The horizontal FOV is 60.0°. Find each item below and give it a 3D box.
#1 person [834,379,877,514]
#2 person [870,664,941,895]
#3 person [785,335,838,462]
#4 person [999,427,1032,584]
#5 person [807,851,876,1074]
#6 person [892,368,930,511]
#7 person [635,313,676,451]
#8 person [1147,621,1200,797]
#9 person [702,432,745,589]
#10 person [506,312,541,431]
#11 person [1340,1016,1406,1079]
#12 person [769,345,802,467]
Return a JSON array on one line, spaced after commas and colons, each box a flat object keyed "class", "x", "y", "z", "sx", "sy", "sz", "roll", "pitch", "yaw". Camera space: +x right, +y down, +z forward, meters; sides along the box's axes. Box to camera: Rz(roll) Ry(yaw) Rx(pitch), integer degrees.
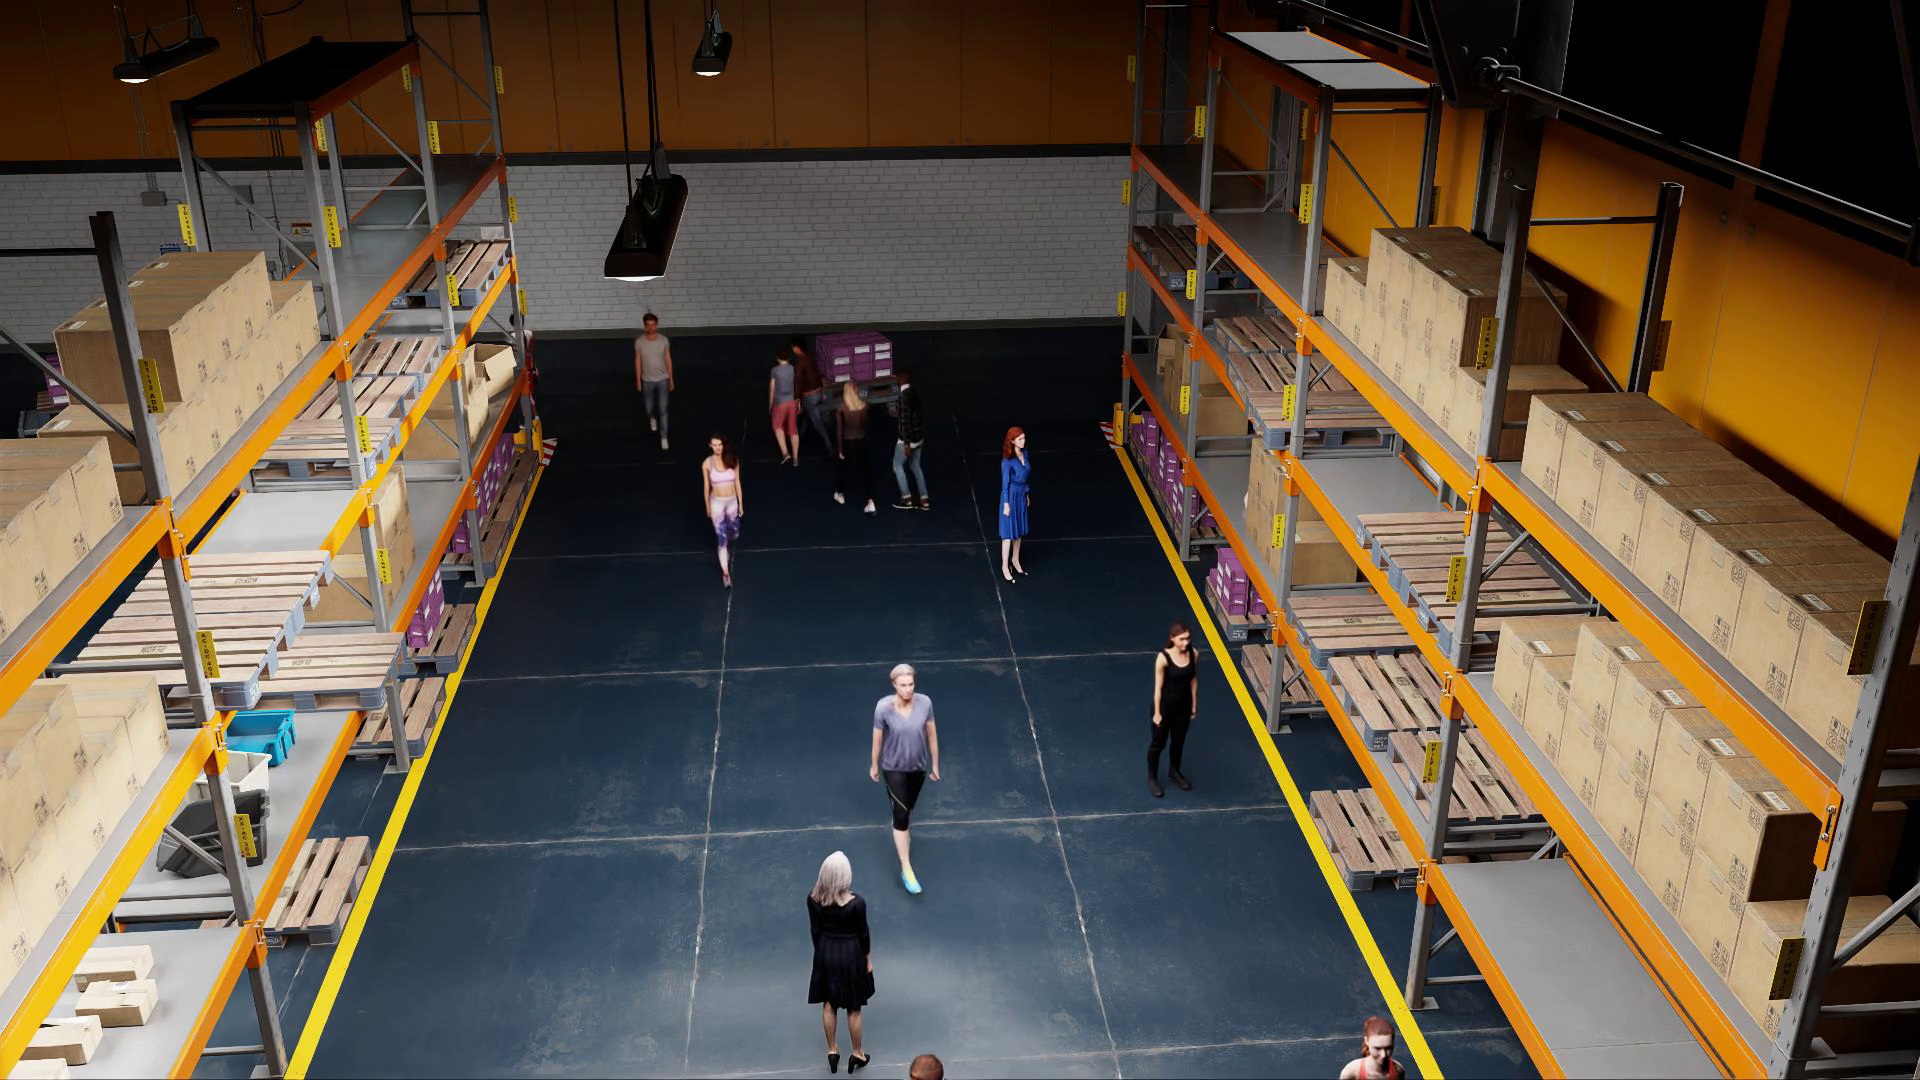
[{"class": "person", "x": -1.258, "y": -1.110, "z": 20.479, "sx": 0.852, "sy": 1.659, "sz": 1.167, "roll": -11, "pitch": 26, "yaw": -24}, {"class": "person", "x": -0.473, "y": 1.825, "z": 13.535, "sx": 0.914, "sy": 1.843, "sz": 1.313, "roll": -8, "pitch": 25, "yaw": -18}, {"class": "person", "x": -1.892, "y": -1.838, "z": 22.077, "sx": 1.075, "sy": 1.713, "sz": 1.177, "roll": 10, "pitch": 26, "yaw": 22}, {"class": "person", "x": 0.617, "y": -0.410, "z": 18.666, "sx": 0.772, "sy": 1.828, "sz": 0.704, "roll": 17, "pitch": 29, "yaw": 34}, {"class": "person", "x": -0.806, "y": 2.861, "z": 11.285, "sx": 0.664, "sy": 1.747, "sz": 0.661, "roll": 5, "pitch": 24, "yaw": 12}, {"class": "person", "x": -0.552, "y": -1.206, "z": 20.556, "sx": 0.935, "sy": 1.772, "sz": 0.861, "roll": 7, "pitch": 24, "yaw": 15}, {"class": "person", "x": -4.159, "y": -2.207, "z": 22.713, "sx": 0.710, "sy": 1.879, "sz": 1.038, "roll": -4, "pitch": 24, "yaw": -9}, {"class": "person", "x": 1.859, "y": 1.456, "z": 14.577, "sx": 0.659, "sy": 1.684, "sz": 0.656, "roll": -11, "pitch": 26, "yaw": -23}, {"class": "person", "x": -2.663, "y": -0.389, "z": 18.726, "sx": 0.780, "sy": 1.742, "sz": 1.143, "roll": -8, "pitch": 25, "yaw": -18}, {"class": "person", "x": -6.037, "y": -2.320, "z": 23.155, "sx": 0.804, "sy": 1.733, "sz": 0.740, "roll": 16, "pitch": 28, "yaw": 33}, {"class": "person", "x": 2.377, "y": 3.531, "z": 9.743, "sx": 0.564, "sy": 1.754, "sz": 0.559, "roll": -3, "pitch": 24, "yaw": -7}, {"class": "person", "x": -2.307, "y": -1.745, "z": 21.966, "sx": 0.701, "sy": 1.631, "sz": 0.809, "roll": -10, "pitch": 25, "yaw": -21}]
